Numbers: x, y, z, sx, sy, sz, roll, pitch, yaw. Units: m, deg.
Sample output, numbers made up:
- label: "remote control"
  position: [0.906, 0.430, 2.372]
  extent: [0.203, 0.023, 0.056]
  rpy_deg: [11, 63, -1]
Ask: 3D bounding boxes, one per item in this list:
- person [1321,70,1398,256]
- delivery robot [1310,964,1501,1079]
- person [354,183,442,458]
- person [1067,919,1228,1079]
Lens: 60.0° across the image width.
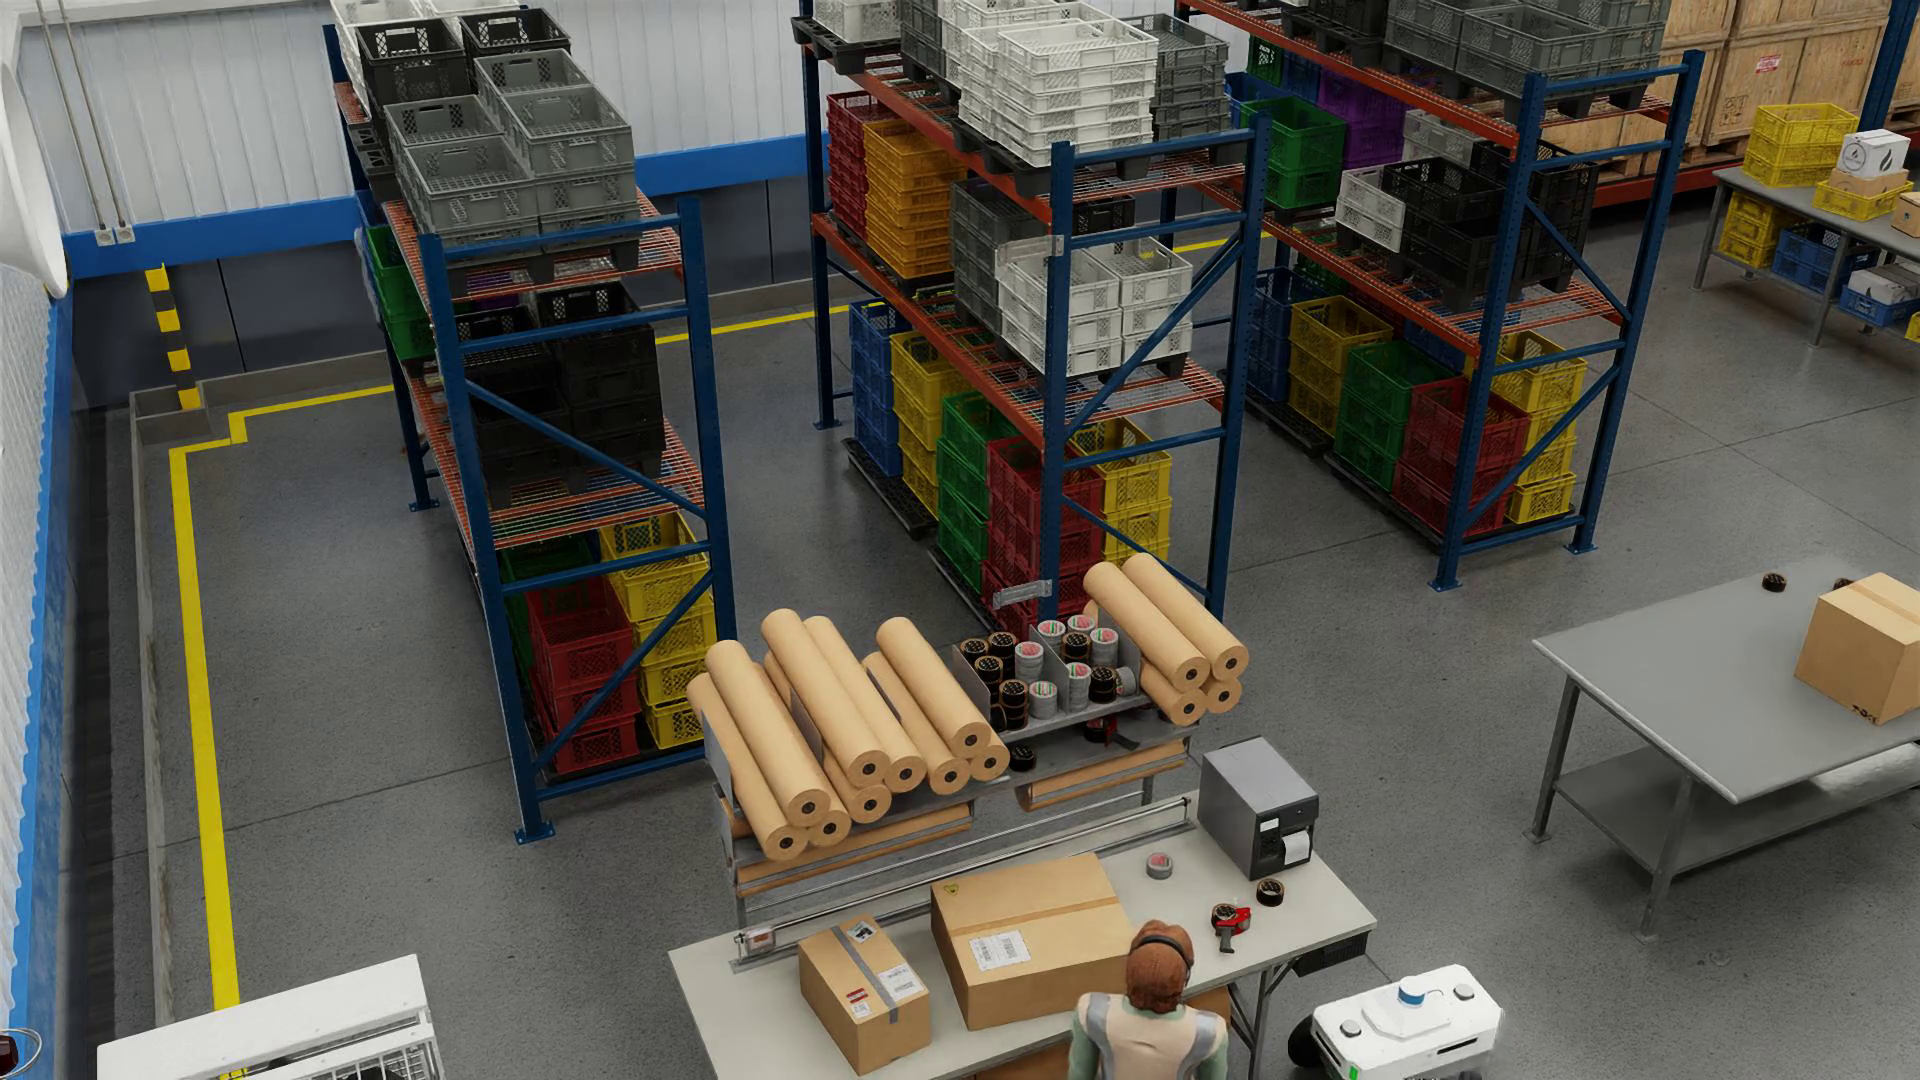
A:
- label: "person"
  position: [3.288, -3.302, 13.740]
  extent: [0.631, 1.932, 0.363]
  rpy_deg: [12, 34, 19]
- label: "delivery robot"
  position: [1.735, 1.909, 6.490]
  extent: [0.707, 0.478, 0.477]
  rpy_deg: [-11, 33, -18]
- label: "person"
  position: [-3.549, -1.489, 10.858]
  extent: [0.586, 1.866, 0.677]
  rpy_deg: [10, 33, 16]
- label: "person"
  position: [0.604, 1.935, 5.516]
  extent: [0.520, 1.633, 0.316]
  rpy_deg: [5, 32, 8]
